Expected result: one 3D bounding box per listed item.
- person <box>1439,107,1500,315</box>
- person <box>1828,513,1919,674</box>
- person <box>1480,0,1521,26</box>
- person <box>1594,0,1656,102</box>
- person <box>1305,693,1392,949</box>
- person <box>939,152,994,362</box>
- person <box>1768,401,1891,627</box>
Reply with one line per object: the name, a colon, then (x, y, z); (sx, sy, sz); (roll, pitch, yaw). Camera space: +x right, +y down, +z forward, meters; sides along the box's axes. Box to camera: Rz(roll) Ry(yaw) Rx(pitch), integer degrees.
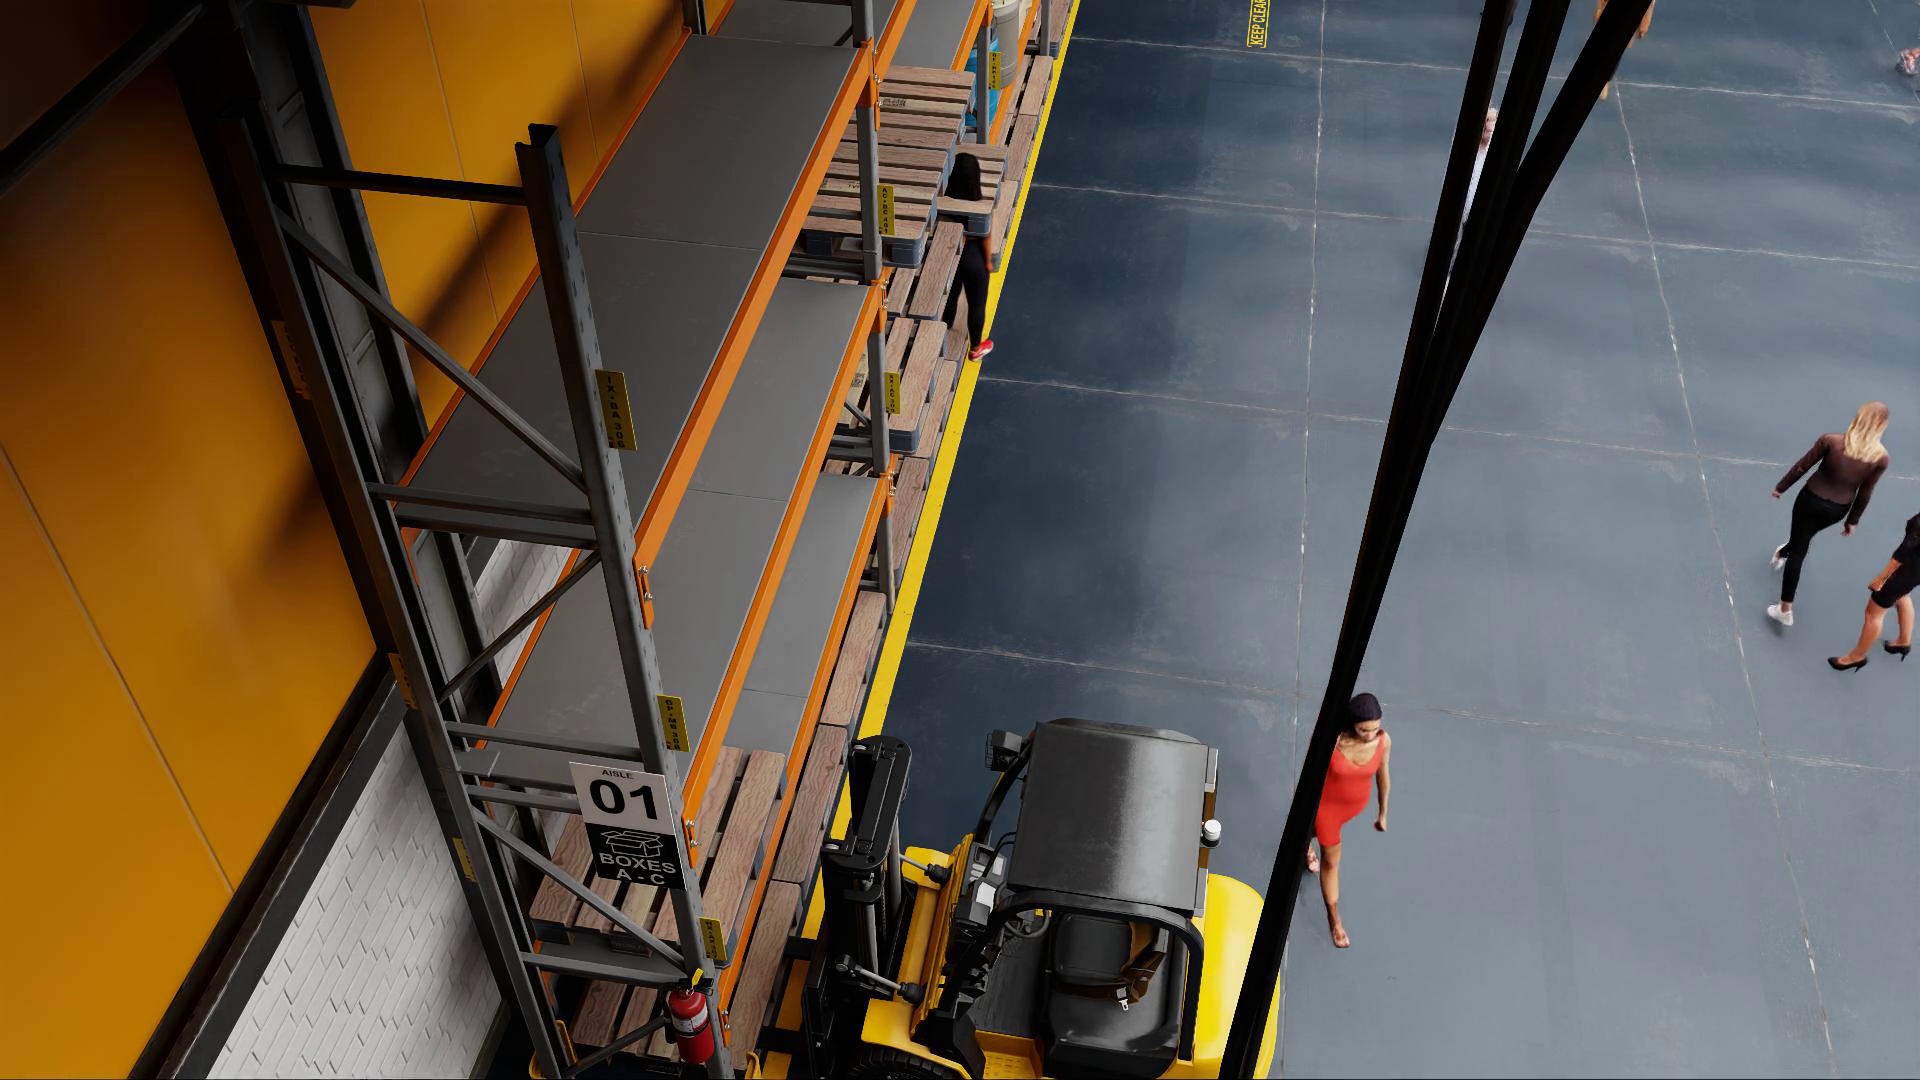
person: (4.151, -2.760, 13.746); (0.716, 1.880, 0.749); (0, 44, 0)
person: (6.190, 0.203, 10.796); (0.810, 1.659, 0.742); (30, 51, 28)
person: (5.901, -6.269, 17.578); (0.842, 1.675, 0.742); (-11, 45, -12)
person: (6.549, -5.195, 16.420); (0.723, 1.716, 0.738); (14, 45, 14)
person: (2.139, 1.427, 9.504); (0.892, 1.669, 1.186); (-8, 44, -8)
person: (0.028, -2.263, 13.271); (0.756, 1.815, 0.753); (24, 49, 23)
person: (5.790, -0.154, 11.176); (0.860, 1.652, 1.186); (12, 45, 13)
